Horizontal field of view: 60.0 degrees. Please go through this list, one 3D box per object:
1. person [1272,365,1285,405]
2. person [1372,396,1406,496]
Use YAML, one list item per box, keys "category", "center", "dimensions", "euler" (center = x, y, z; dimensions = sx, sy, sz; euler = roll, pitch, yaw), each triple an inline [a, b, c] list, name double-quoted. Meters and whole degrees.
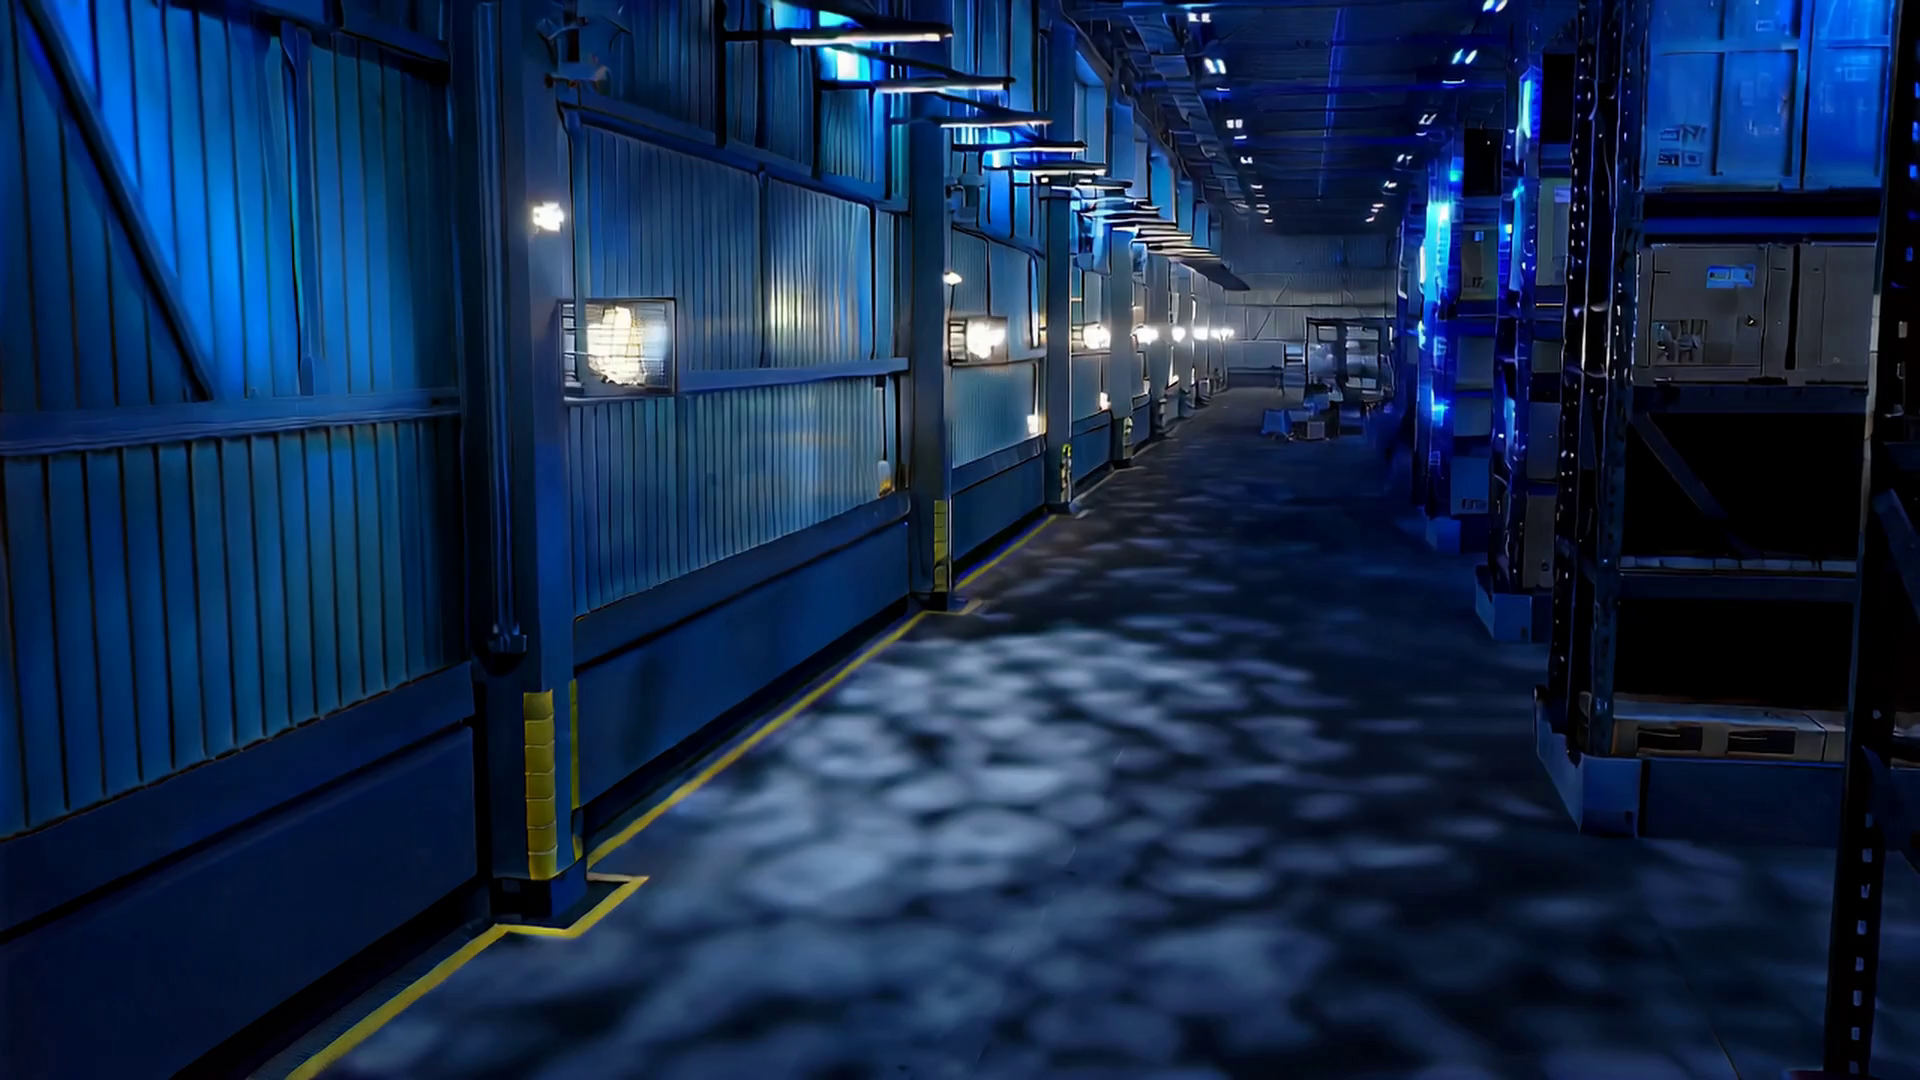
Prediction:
- category: "person"
  center: [13.525, -6.563, 70.603]
  dimensions: [0.579, 1.699, 0.945]
  euler: [2, 7, 17]
- category: "person"
  center: [8.081, -1.774, 31.440]
  dimensions: [0.642, 1.908, 0.655]
  euler: [4, 8, 30]
